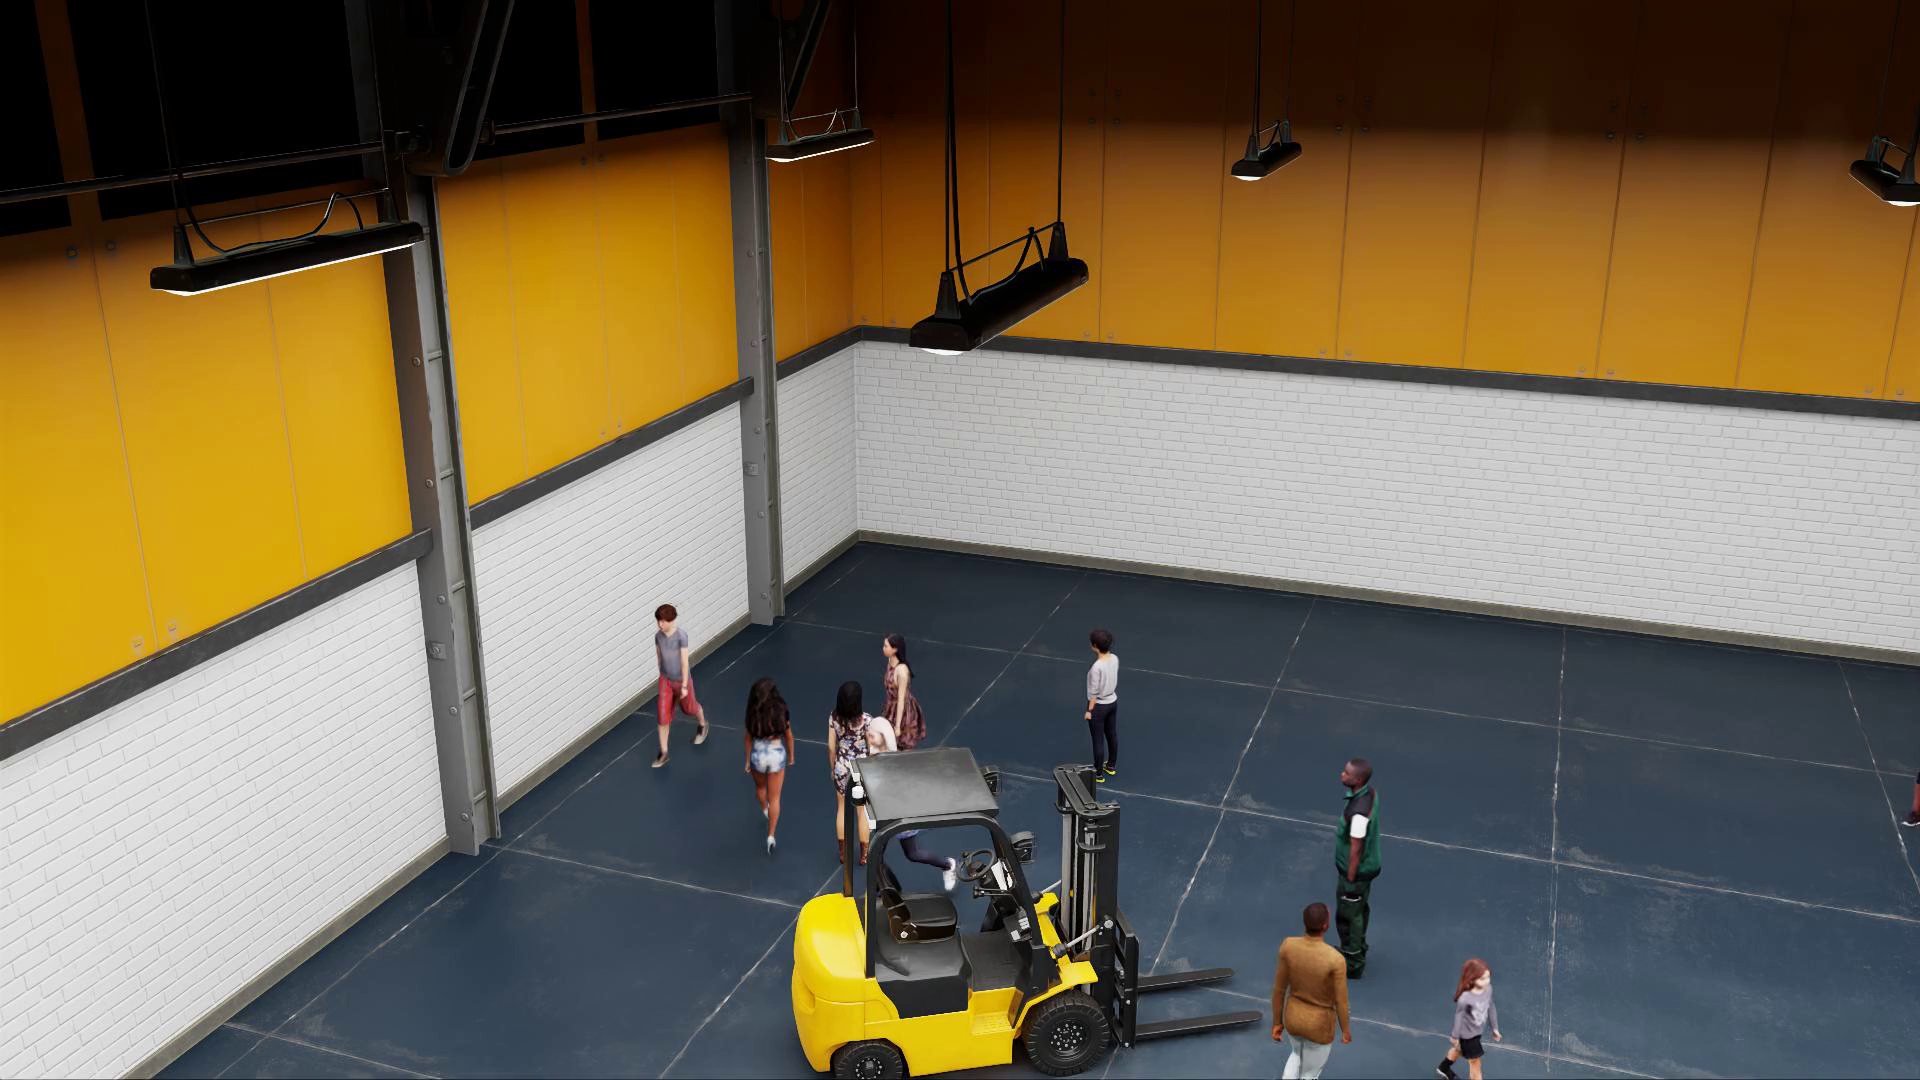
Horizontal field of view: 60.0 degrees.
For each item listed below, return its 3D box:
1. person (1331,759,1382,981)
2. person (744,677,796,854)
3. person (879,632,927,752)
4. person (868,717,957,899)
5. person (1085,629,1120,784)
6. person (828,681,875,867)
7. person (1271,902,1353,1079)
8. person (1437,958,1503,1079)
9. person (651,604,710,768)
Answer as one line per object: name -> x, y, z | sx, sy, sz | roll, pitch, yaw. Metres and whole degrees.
person -> 3.098, 2.546, 12.981 | 0.726, 1.834, 0.512 | 7, 20, 20
person -> -1.723, 2.035, 14.864 | 0.801, 1.599, 1.033 | 0, 19, 0
person -> -0.480, 1.681, 15.661 | 0.865, 1.761, 0.804 | -9, 20, -24
person -> -0.450, 2.276, 13.905 | 1.278, 1.756, 1.120 | -13, 22, -33
person -> 1.399, 1.604, 16.222 | 0.669, 1.551, 0.532 | 16, 24, 39
person -> -0.942, 2.043, 14.632 | 0.610, 1.733, 0.525 | 5, 19, 15
person -> 2.272, 3.234, 10.981 | 0.739, 1.805, 0.762 | 14, 23, 36
person -> 3.546, 3.389, 11.656 | 0.783, 1.081, 0.764 | -14, 23, -36
person -> -2.797, 1.401, 16.718 | 0.560, 1.618, 1.152 | 6, 20, 18
